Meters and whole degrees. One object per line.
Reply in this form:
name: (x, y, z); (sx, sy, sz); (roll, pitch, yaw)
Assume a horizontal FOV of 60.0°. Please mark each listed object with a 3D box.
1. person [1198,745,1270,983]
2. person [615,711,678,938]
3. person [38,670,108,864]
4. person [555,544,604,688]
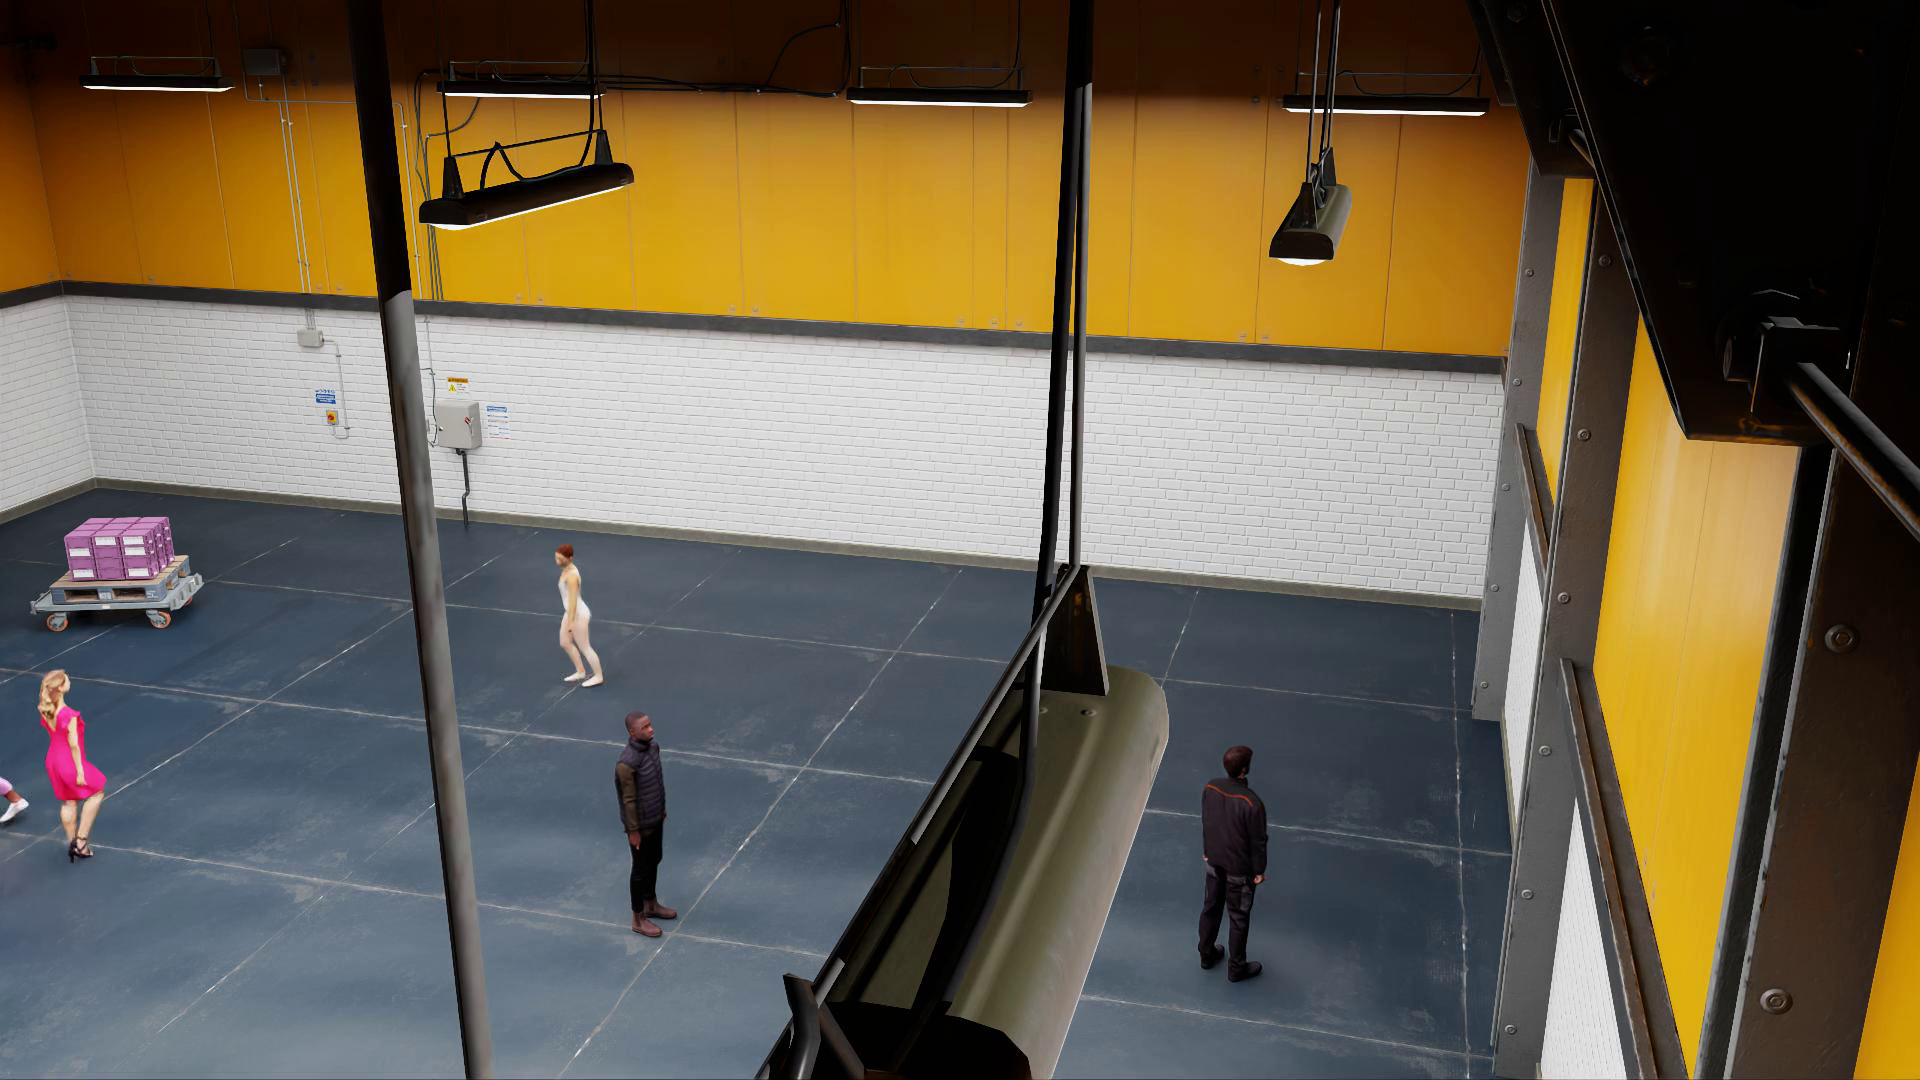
person: (2.002, 2.372, 12.307); (0.782, 1.838, 0.803); (-17, 25, -41)
person: (-2.449, 2.169, 12.912); (0.749, 1.836, 0.474); (5, 19, 14)
person: (-7.507, 1.916, 13.846); (0.616, 1.718, 0.648); (9, 21, 26)
person: (-3.952, 0.783, 17.382); (0.787, 1.609, 0.727); (-6, 20, -17)
